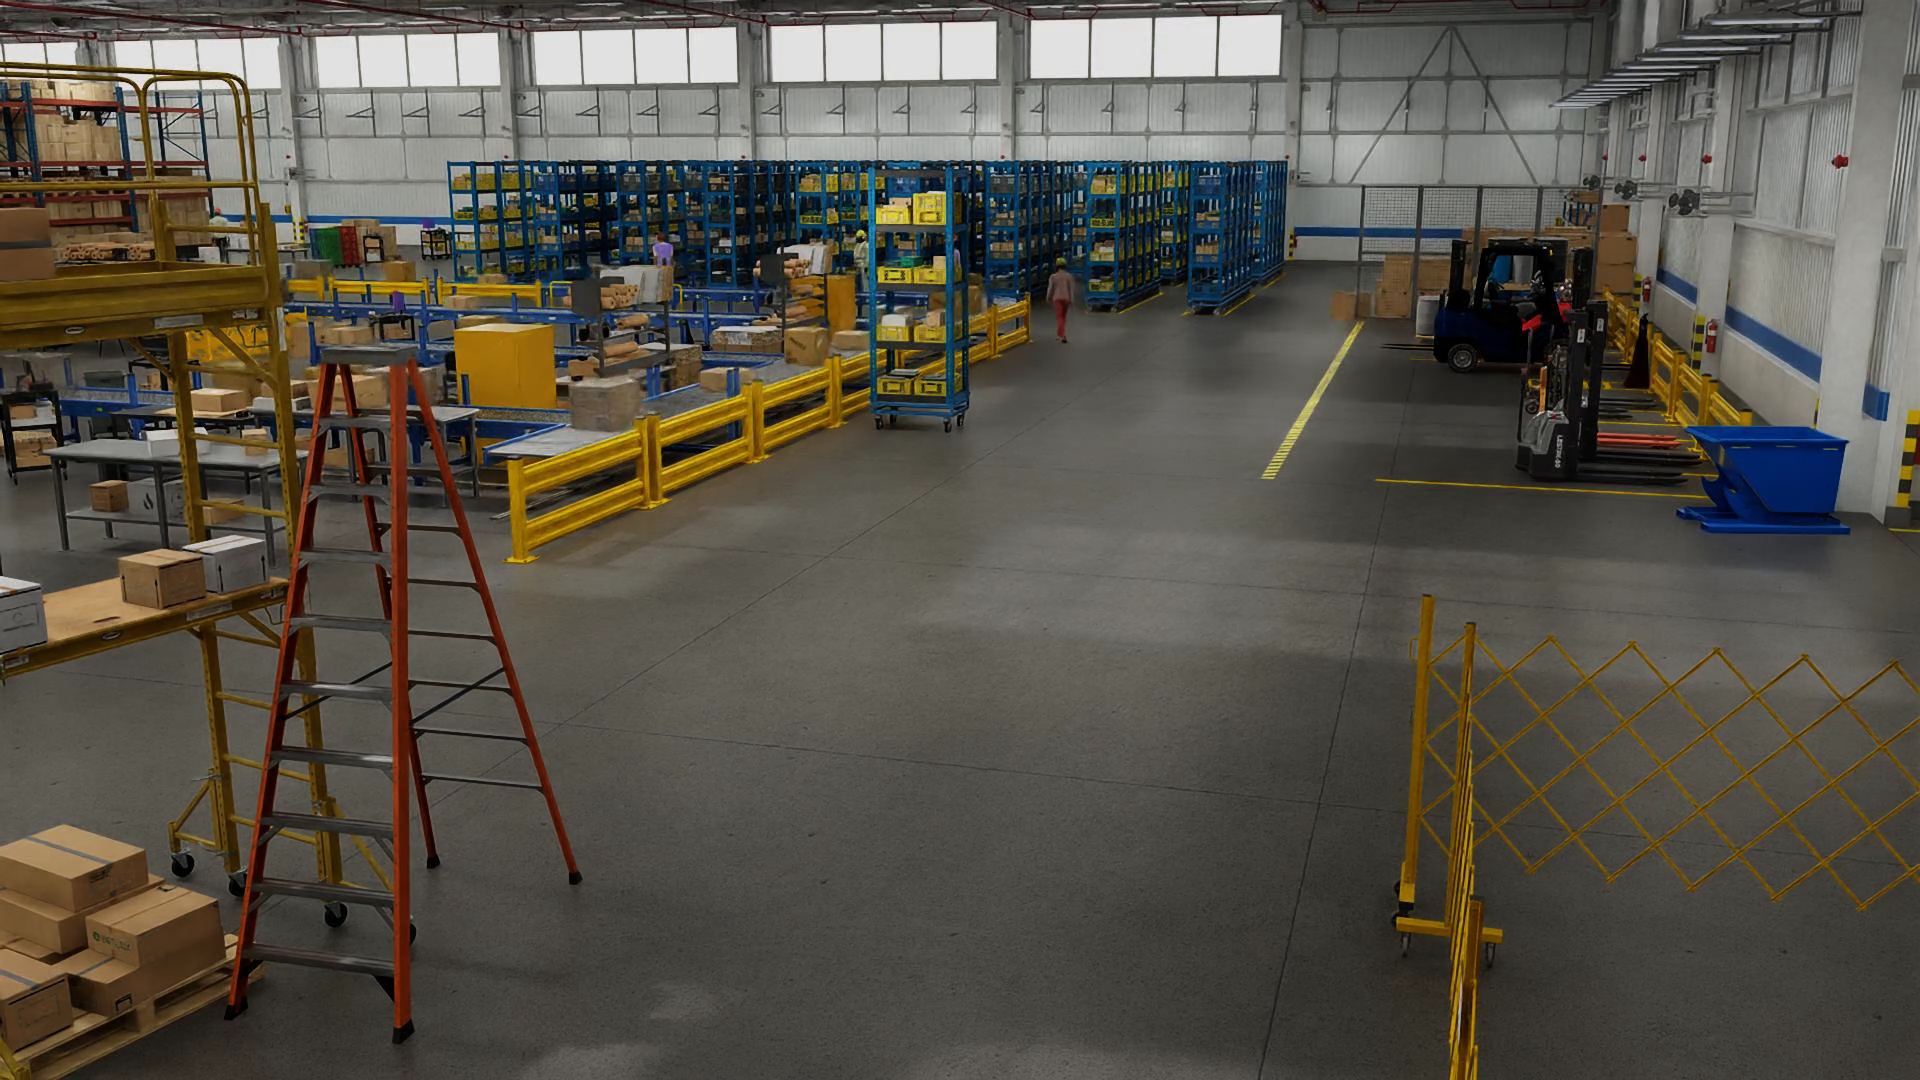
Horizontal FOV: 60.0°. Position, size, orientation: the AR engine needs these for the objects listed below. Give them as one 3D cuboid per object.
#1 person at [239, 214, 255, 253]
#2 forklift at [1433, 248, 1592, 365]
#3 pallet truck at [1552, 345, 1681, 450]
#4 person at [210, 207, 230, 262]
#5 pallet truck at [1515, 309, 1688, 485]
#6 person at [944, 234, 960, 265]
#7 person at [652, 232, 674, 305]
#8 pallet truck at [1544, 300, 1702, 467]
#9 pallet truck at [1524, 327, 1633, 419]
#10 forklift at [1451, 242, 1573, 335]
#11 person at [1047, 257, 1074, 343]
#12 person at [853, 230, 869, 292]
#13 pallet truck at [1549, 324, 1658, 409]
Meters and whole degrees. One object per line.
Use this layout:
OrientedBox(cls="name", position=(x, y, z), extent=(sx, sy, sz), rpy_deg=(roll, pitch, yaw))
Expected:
OrientedBox(cls="person", position=(-26.535, -11.319, 61.972), extent=(0.516, 1.595, 0.855), rpy_deg=(-7, 15, -26))
OrientedBox(cls="forklift", position=(9.780, -4.111, 29.280), extent=(2.680, 1.987, 1.157), rpy_deg=(3, 13, 14))
OrientedBox(cls="pallet truck", position=(8.641, -1.896, 21.908), extent=(1.630, 1.274, 0.653), rpy_deg=(4, 14, 16))
OrientedBox(cls="person", position=(-25.946, -10.671, 58.322), extent=(0.641, 1.981, 0.467), rpy_deg=(-3, 13, -14))
OrientedBox(cls="pallet truck", position=(7.554, -1.677, 19.446), extent=(1.885, 1.965, 0.823), rpy_deg=(3, 13, 14))
OrientedBox(cls="person", position=(-0.170, -5.875, 37.474), extent=(0.381, 2.045, 0.605), rpy_deg=(1, 13, 6))
OrientedBox(cls="person", position=(-7.560, -6.921, 42.424), extent=(0.571, 1.844, 0.376), rpy_deg=(-10, 16, -36))
OrientedBox(cls="pallet truck", position=(8.263, -1.952, 20.631), extent=(1.885, 1.965, 0.823), rpy_deg=(5, 14, 20))
OrientedBox(cls="pallet truck", position=(9.065, -2.460, 24.370), extent=(1.522, 1.261, 0.704), rpy_deg=(3, 13, 14))
OrientedBox(cls="forklift", position=(10.464, -4.597, 31.405), extent=(2.680, 1.987, 1.157), rpy_deg=(4, 14, 16))
OrientedBox(cls="person", position=(2.070, -4.910, 34.017), extent=(0.531, 1.720, 0.929), rpy_deg=(-3, 13, -13))
OrientedBox(cls="person", position=(-2.616, -7.283, 44.011), extent=(0.404, 1.837, 0.595), rpy_deg=(-9, 16, -34))
OrientedBox(cls="pallet truck", position=(9.824, -2.669, 25.407), extent=(1.601, 1.201, 0.680), rpy_deg=(4, 14, 16))
